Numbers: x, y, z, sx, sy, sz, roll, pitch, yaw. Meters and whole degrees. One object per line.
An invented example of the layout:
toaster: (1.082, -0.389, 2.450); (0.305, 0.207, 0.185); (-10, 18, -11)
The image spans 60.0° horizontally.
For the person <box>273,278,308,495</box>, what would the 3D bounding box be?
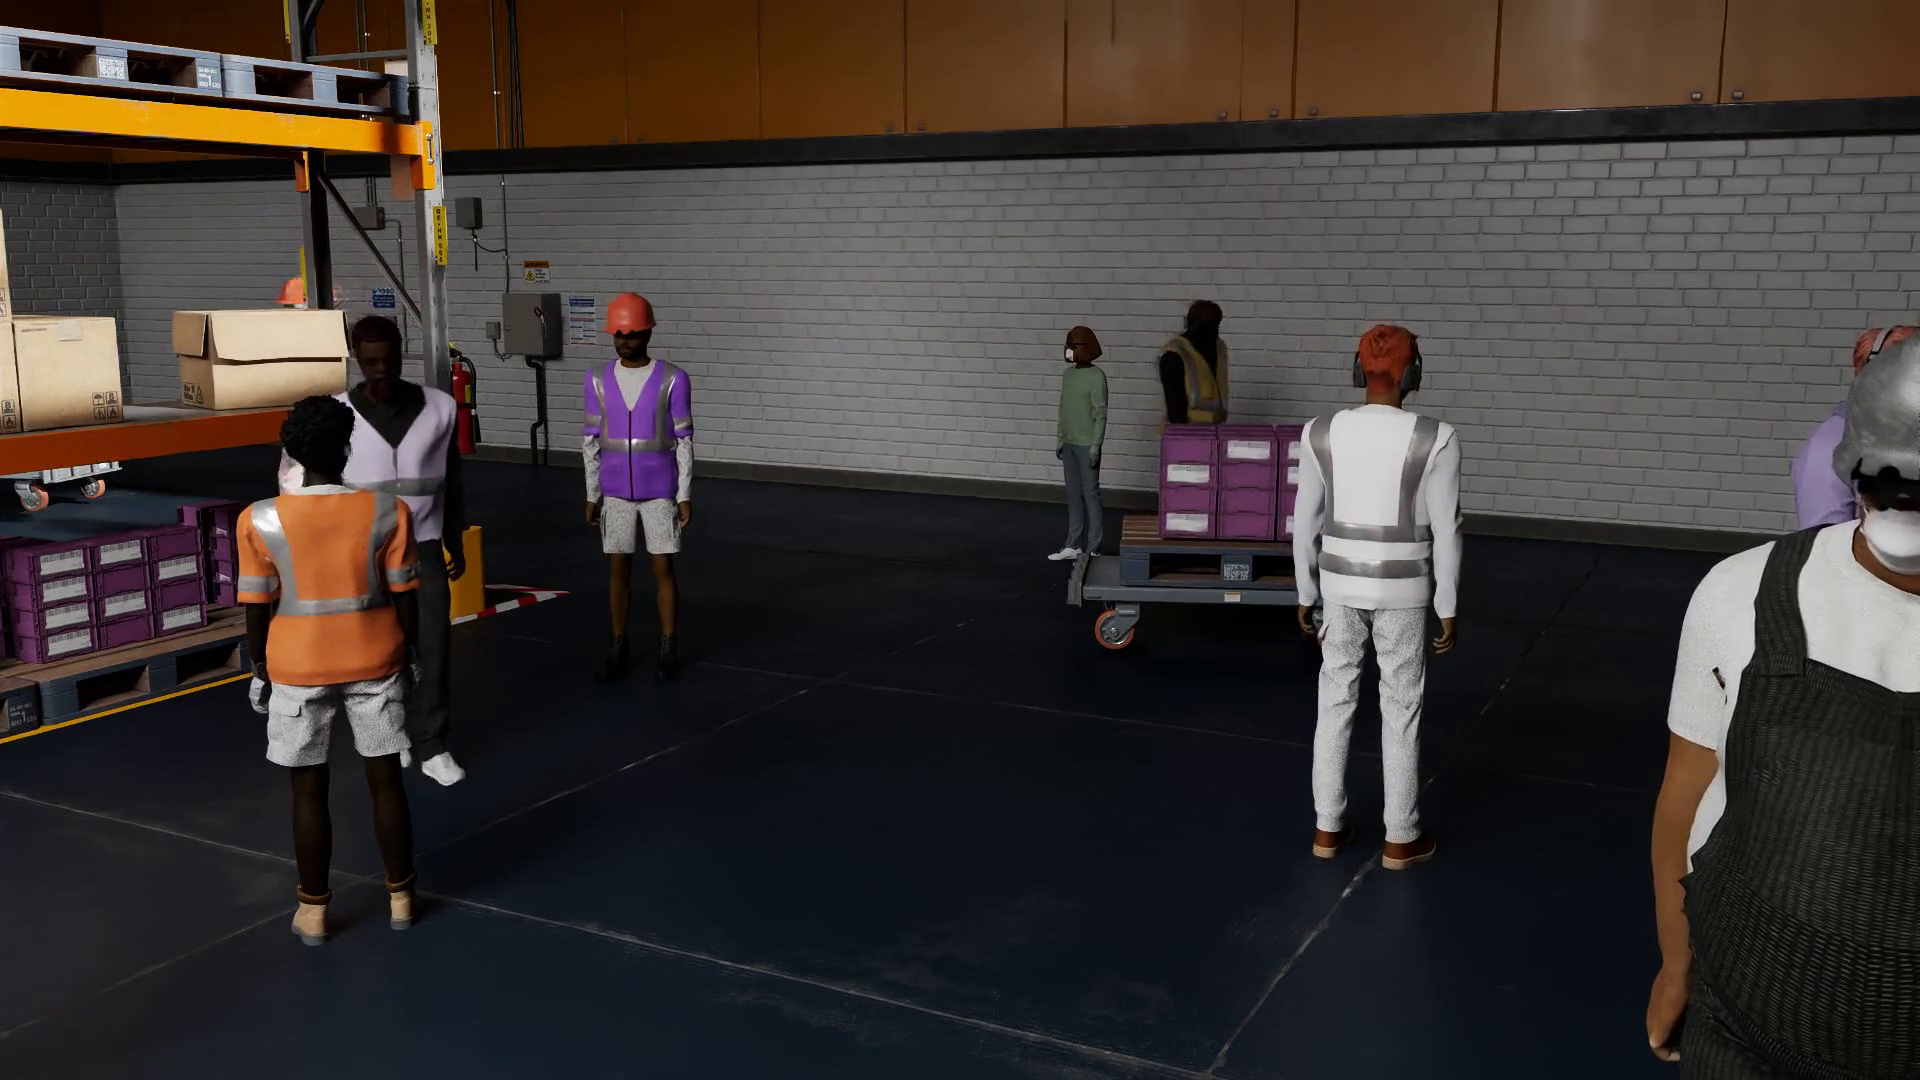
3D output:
person: (-4.430, -0.834, 11.554); (0.958, 1.964, 0.623); (0, 10, 1)

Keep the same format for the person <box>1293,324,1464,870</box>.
person: (1.445, 0.198, 5.778); (0.584, 1.883, 0.337); (6, 11, 31)

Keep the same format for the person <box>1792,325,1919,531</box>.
person: (2.846, 0.287, 5.203); (0.655, 1.906, 0.407); (-8, 13, -40)

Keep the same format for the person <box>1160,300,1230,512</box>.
person: (1.629, -0.733, 11.410); (0.664, 1.812, 0.458); (-8, 12, -38)

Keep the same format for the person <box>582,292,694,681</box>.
person: (-1.596, -0.251, 8.232); (0.552, 1.932, 0.377); (1, 10, 4)

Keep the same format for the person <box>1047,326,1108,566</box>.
person: (0.818, -0.638, 11.349); (0.286, 1.633, 0.500); (-6, 11, -29)

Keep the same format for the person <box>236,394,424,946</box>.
person: (-1.928, 0.400, 5.147); (0.540, 1.698, 0.317); (-5, 11, -25)

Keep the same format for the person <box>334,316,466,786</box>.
person: (-2.259, 0.048, 6.647); (0.607, 1.873, 0.796); (-5, 11, -28)
